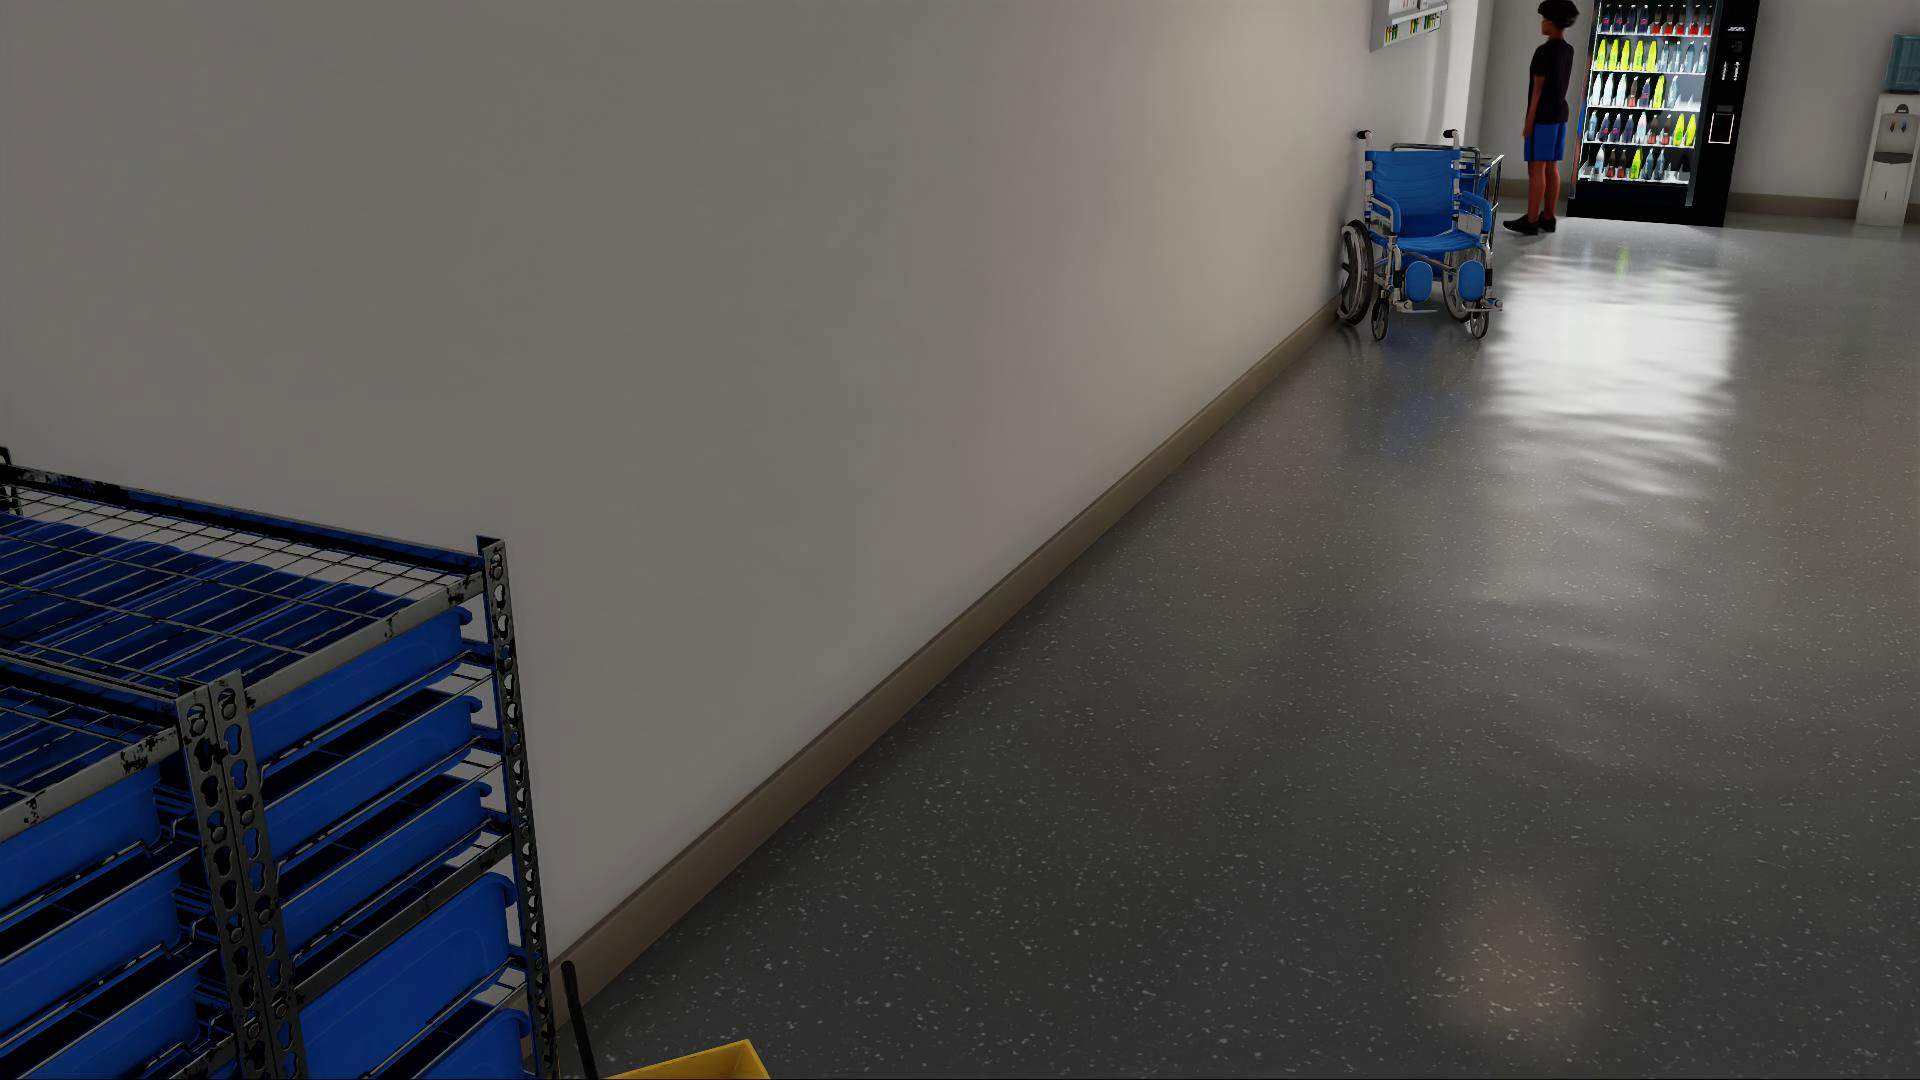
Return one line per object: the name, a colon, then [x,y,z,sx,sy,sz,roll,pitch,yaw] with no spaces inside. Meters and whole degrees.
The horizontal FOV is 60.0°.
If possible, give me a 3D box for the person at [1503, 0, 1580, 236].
person: [4.604,-3.316,13.028,0.674,1.792,0.676,-17,27,-38]
